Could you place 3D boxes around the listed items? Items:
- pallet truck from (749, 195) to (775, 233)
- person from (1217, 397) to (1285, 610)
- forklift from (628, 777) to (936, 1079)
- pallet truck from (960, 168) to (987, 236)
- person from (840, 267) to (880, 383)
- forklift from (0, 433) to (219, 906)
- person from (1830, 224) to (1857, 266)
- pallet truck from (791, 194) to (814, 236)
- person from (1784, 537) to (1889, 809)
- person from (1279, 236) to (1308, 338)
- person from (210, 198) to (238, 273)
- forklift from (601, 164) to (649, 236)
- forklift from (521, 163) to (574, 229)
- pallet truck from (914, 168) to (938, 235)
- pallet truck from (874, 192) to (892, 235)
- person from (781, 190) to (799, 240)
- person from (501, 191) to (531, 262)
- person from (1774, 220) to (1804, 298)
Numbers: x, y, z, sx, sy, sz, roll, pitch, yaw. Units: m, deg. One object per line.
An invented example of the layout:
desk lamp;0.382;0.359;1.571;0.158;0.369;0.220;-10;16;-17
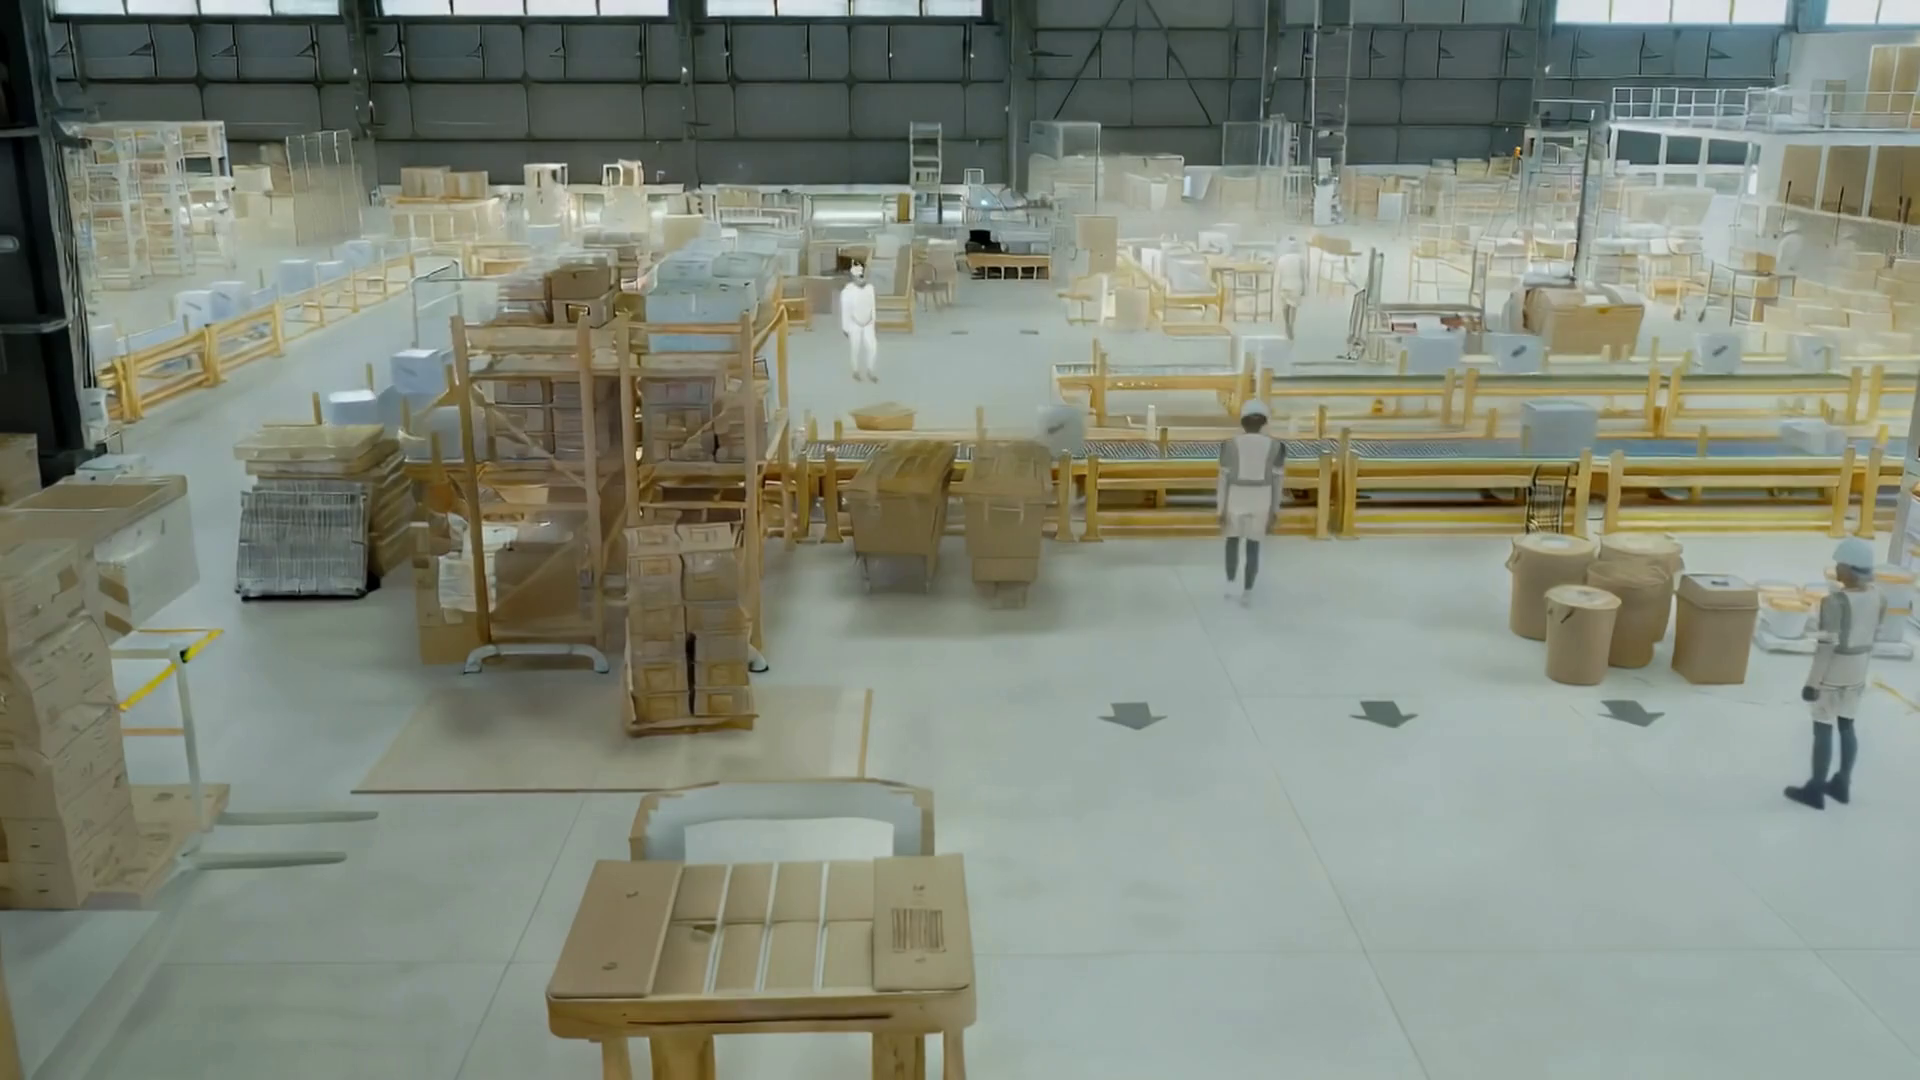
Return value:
pallet truck;-6.051;-9.967;50.660;0.680;1.201;1.601;0;16;-1
person;2.756;-0.364;15.869;0.620;2.019;0.666;1;16;4
forklift;-0.542;2.165;5.552;1.129;2.768;1.873;-1;16;-2
pallet truck;0.383;-10.230;50.206;0.823;1.965;1.885;-1;16;-3
person;-1.576;-3.460;26.880;0.666;1.875;0.789;-9;18;-29
forklift;-5.952;0.780;10.366;1.873;2.768;1.129;0;16;-1
person;17.534;-5.268;33.026;0.637;1.960;0.791;-9;18;-28
pallet truck;-4.814;-9.883;50.259;0.704;1.261;1.522;-1;16;-3
person;6.090;0.922;11.551;0.548;1.938;0.358;-6;17;-21
person;6.245;-4.765;31.387;0.538;1.905;0.861;7;18;24
person;-18.144;-7.501;41.015;0.593;1.826;0.453;-1;16;-3
forklift;-9.948;-10.127;49.296;1.157;1.987;2.680;-1;16;-3
forklift;-12.233;-10.122;49.298;1.157;1.987;2.680;0;16;-1
pallet truck;-0.989;-10.316;50.507;0.823;1.965;1.885;1;16;3
pallet truck;-2.277;-9.986;50.594;0.653;1.274;1.630;0;16;-1
person;-4.697;-8.655;45.235;0.914;1.713;0.529;-10;19;-30
person;-11.138;-7.652;41.271;1.064;1.980;0.633;-3;16;-12
person;17.575;-5.872;35.370;0.621;1.818;0.428;-3;16;-11
